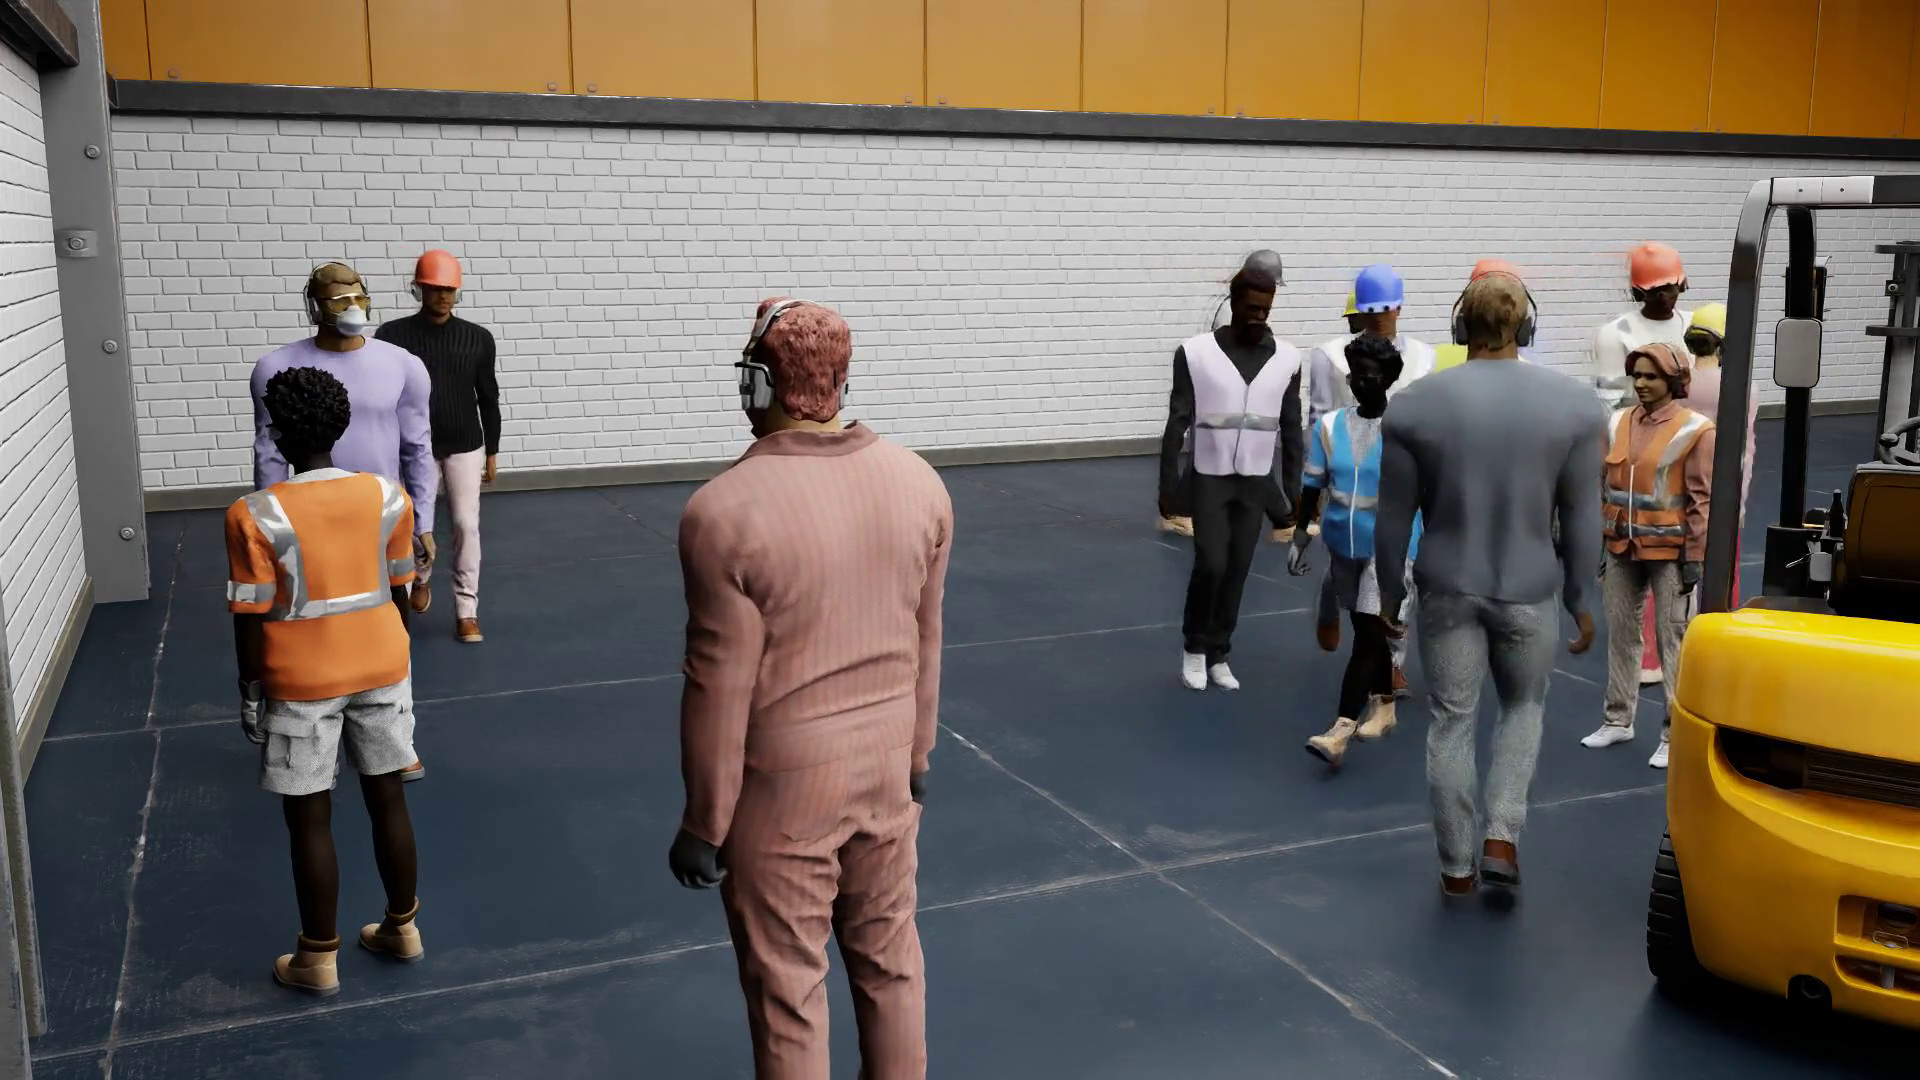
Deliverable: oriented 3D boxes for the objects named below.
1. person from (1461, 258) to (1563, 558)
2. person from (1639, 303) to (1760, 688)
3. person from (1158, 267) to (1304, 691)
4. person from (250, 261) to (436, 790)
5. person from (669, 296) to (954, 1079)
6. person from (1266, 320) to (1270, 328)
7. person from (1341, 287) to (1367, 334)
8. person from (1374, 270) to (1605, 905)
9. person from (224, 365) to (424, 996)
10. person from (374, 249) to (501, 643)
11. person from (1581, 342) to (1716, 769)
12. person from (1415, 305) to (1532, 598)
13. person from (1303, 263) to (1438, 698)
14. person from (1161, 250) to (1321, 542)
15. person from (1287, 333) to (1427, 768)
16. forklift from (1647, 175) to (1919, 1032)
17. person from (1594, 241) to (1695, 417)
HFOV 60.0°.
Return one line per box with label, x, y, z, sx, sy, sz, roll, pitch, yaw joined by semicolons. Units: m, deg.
person;3.244;-0.690;9.781;0.675;1.913;0.573;4;11;23
person;3.396;-0.203;7.586;0.845;1.722;0.541;-9;13;-40
person;1.220;-0.257;7.404;0.624;1.895;0.486;-2;11;-13
person;-2.251;-0.046;6.138;0.633;1.940;0.368;-4;11;-23
person;-0.314;0.474;3.356;0.636;1.910;0.404;-10;14;-43
person;2.474;-1.397;14.421;0.497;1.633;0.285;8;13;37
person;2.288;-0.554;9.426;0.317;1.765;0.522;9;13;40
person;1.582;0.158;5.043;0.655;1.925;0.439;3;11;17
person;-1.701;0.378;4.496;0.321;1.690;0.529;9;14;42
person;-2.653;-0.484;8.459;0.628;1.971;0.677;-4;11;-23
person;2.664;0.053;6.439;0.312;1.633;0.520;-6;12;-29
person;2.224;-0.199;7.405;0.637;1.803;0.816;3;11;18
person;1.840;-0.281;7.493;0.626;1.917;0.691;0;10;-1
person;1.859;-1.004;11.135;1.066;2.000;0.758;2;10;9
person;1.529;0.038;6.433;0.554;1.648;0.867;10;14;43
forklift;2.810;0.094;4.662;1.214;2.155;2.313;7;12;34
person;3.352;-0.423;8.021;0.645;2.007;0.467;-3;11;-16
